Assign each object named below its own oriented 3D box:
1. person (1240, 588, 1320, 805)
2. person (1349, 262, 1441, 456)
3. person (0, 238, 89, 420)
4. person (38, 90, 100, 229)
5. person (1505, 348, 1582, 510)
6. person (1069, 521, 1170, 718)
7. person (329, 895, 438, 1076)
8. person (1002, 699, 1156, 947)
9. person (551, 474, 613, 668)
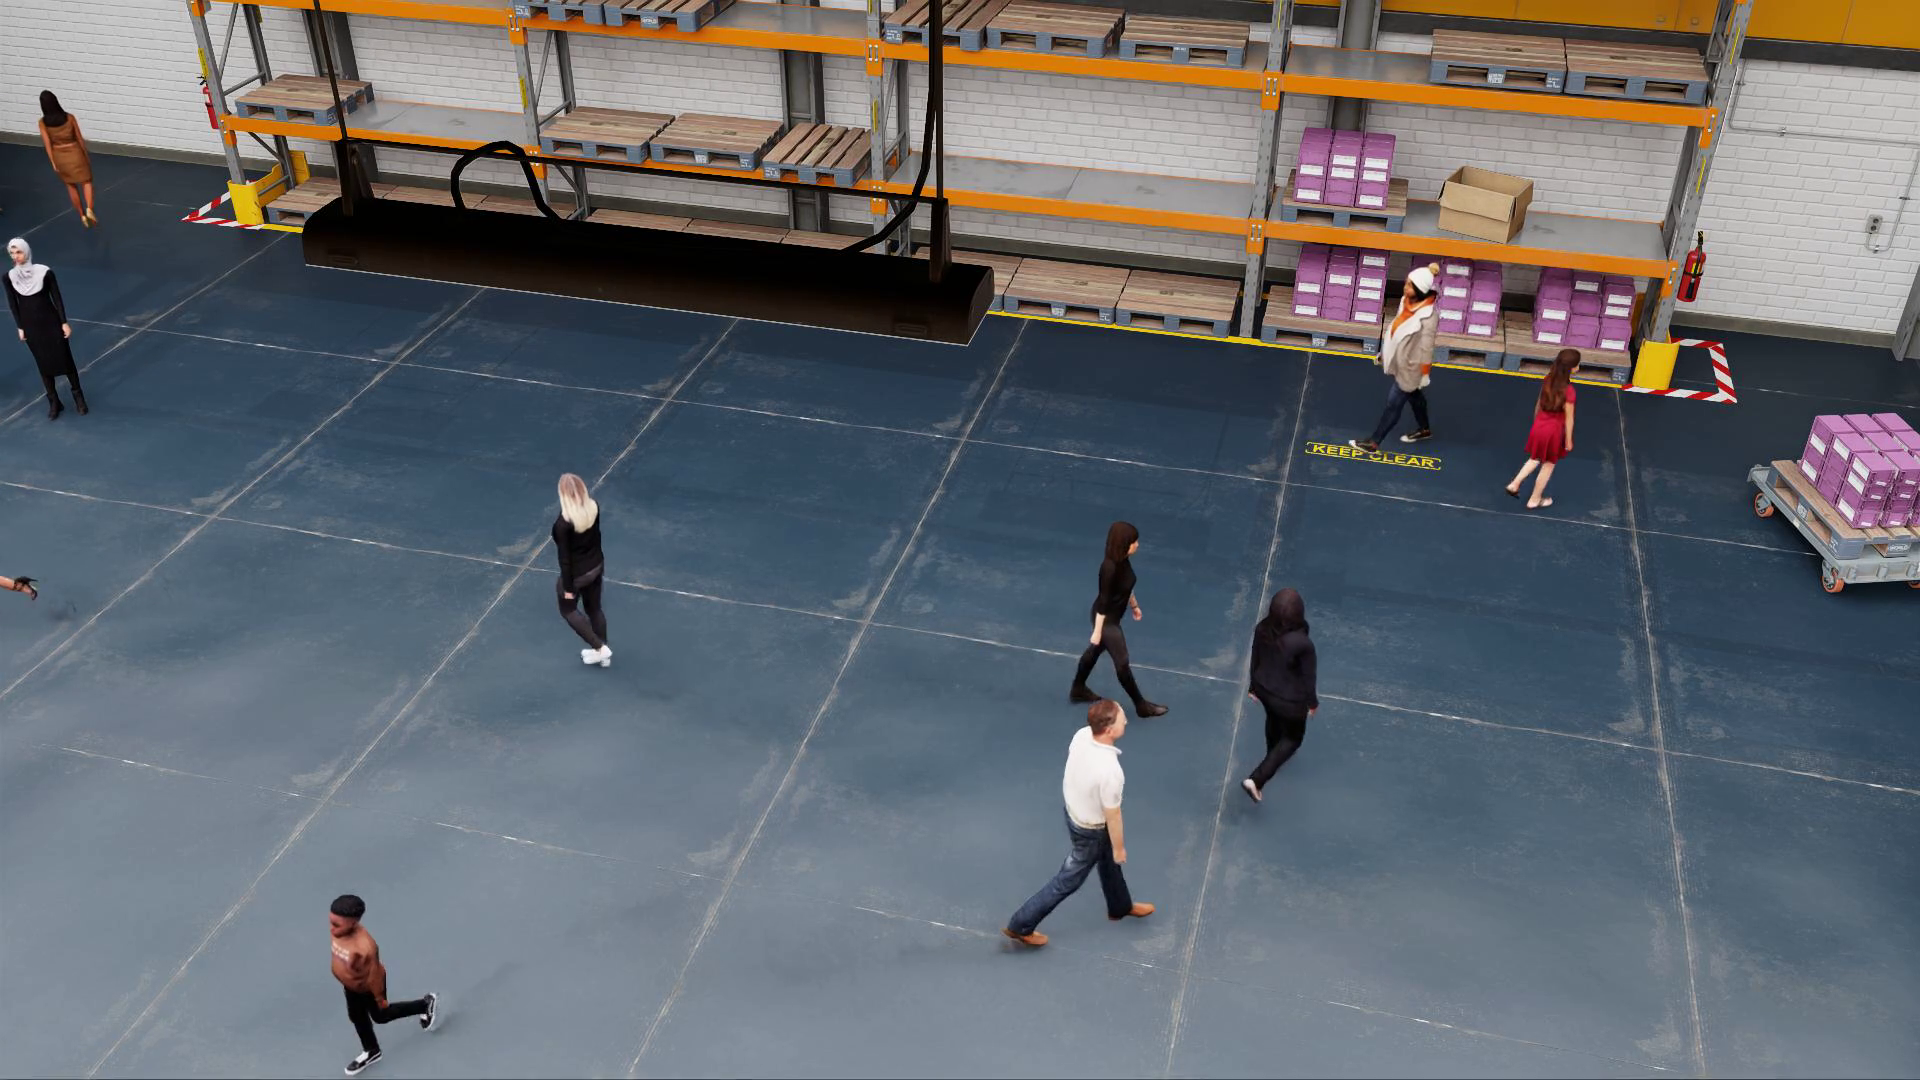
[{"bbox_3d":[2.138,1.067,11.195,1.036,1.595,1.033,-26,42,-34],"label":"person"},{"bbox_3d":[4.163,-1.640,15.041,1.233,1.845,0.980,-5,34,-7],"label":"person"},{"bbox_3d":[-8.618,-1.999,15.641,0.645,1.779,0.748,-10,35,-15],"label":"person"},{"bbox_3d":[-10.307,-4.363,19.295,0.905,1.672,0.942,-15,37,-22],"label":"person"},{"bbox_3d":[4.997,-0.921,14.236,0.852,1.539,0.764,-12,36,-18],"label":"person"},{"bbox_3d":[0.986,0.551,11.950,0.982,1.618,0.603,10,35,14],"label":"person"},{"bbox_3d":[-3.313,2.463,9.415,0.842,1.240,0.796,26,42,34],"label":"person"},{"bbox_3d":[0.675,1.737,9.991,1.343,1.812,1.085,-7,34,-10],"label":"person"},{"bbox_3d":[-2.724,0.283,12.307,0.698,1.671,0.697,18,38,25],"label":"person"}]
